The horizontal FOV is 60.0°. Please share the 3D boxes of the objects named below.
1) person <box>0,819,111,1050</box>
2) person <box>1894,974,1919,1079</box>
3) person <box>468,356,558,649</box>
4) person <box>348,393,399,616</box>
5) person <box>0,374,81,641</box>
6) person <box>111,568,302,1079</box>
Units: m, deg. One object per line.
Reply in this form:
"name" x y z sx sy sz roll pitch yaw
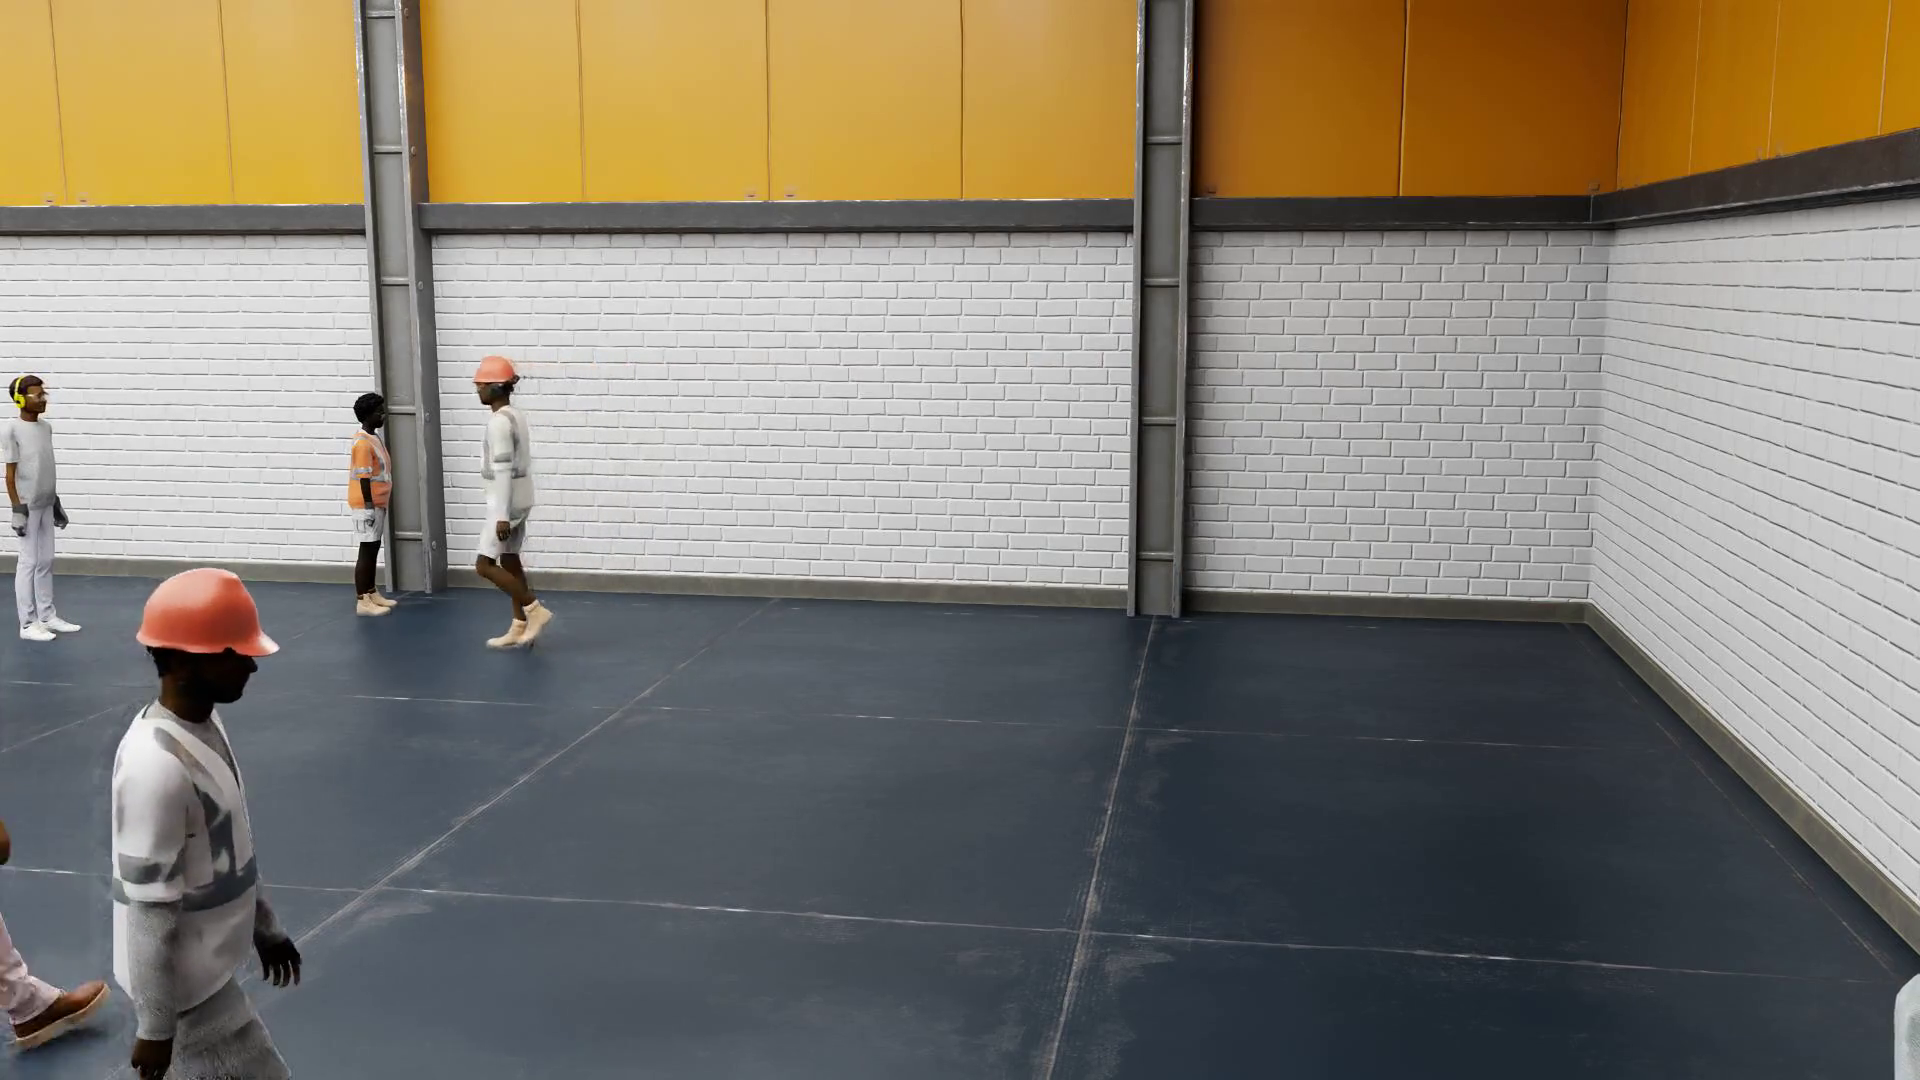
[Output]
"person" -3.156 0.786 5.243 0.662 1.951 0.944 9 13 44
"person" 1.849 1.275 2.899 0.487 1.743 0.315 3 10 16
"person" -3.082 -0.233 11.318 0.474 2.031 0.621 0 9 -3
"person" -4.467 -0.272 12.612 0.322 1.689 0.530 -2 9 -12
"person" -6.531 -0.232 11.794 0.315 1.877 0.511 1 9 4
"person" -1.805 1.012 4.012 0.433 1.915 0.539 -4 10 -22
